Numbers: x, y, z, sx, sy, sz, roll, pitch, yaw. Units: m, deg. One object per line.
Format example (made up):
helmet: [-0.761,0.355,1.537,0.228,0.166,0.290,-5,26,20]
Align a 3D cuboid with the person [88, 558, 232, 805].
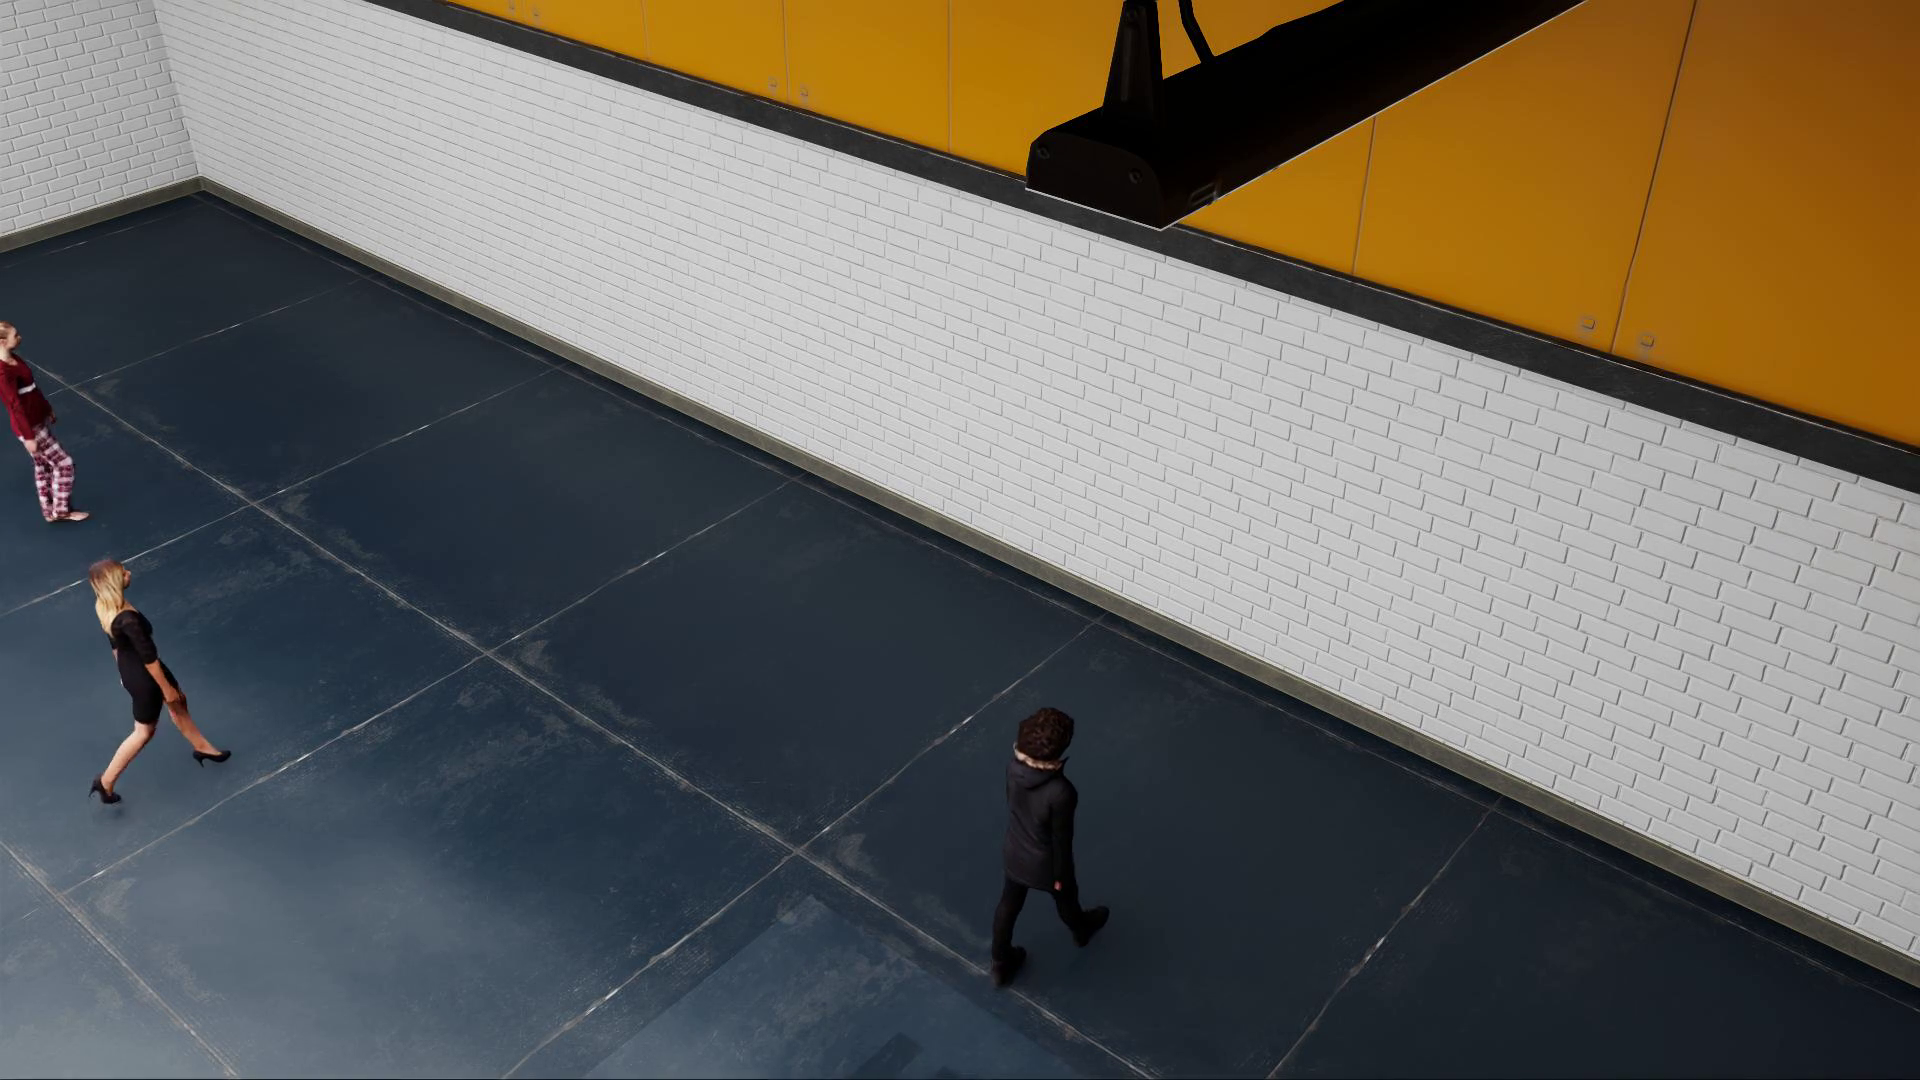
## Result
person: [-4.915,0.873,9.855,1.095,1.645,0.675,-25,41,-33]

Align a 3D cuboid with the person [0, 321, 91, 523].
person: [-7.007,-0.856,12.409,0.741,1.698,0.750,-13,36,-19]

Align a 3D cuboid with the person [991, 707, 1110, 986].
person: [0.352,1.644,8.611,0.660,1.738,1.002,27,42,34]
